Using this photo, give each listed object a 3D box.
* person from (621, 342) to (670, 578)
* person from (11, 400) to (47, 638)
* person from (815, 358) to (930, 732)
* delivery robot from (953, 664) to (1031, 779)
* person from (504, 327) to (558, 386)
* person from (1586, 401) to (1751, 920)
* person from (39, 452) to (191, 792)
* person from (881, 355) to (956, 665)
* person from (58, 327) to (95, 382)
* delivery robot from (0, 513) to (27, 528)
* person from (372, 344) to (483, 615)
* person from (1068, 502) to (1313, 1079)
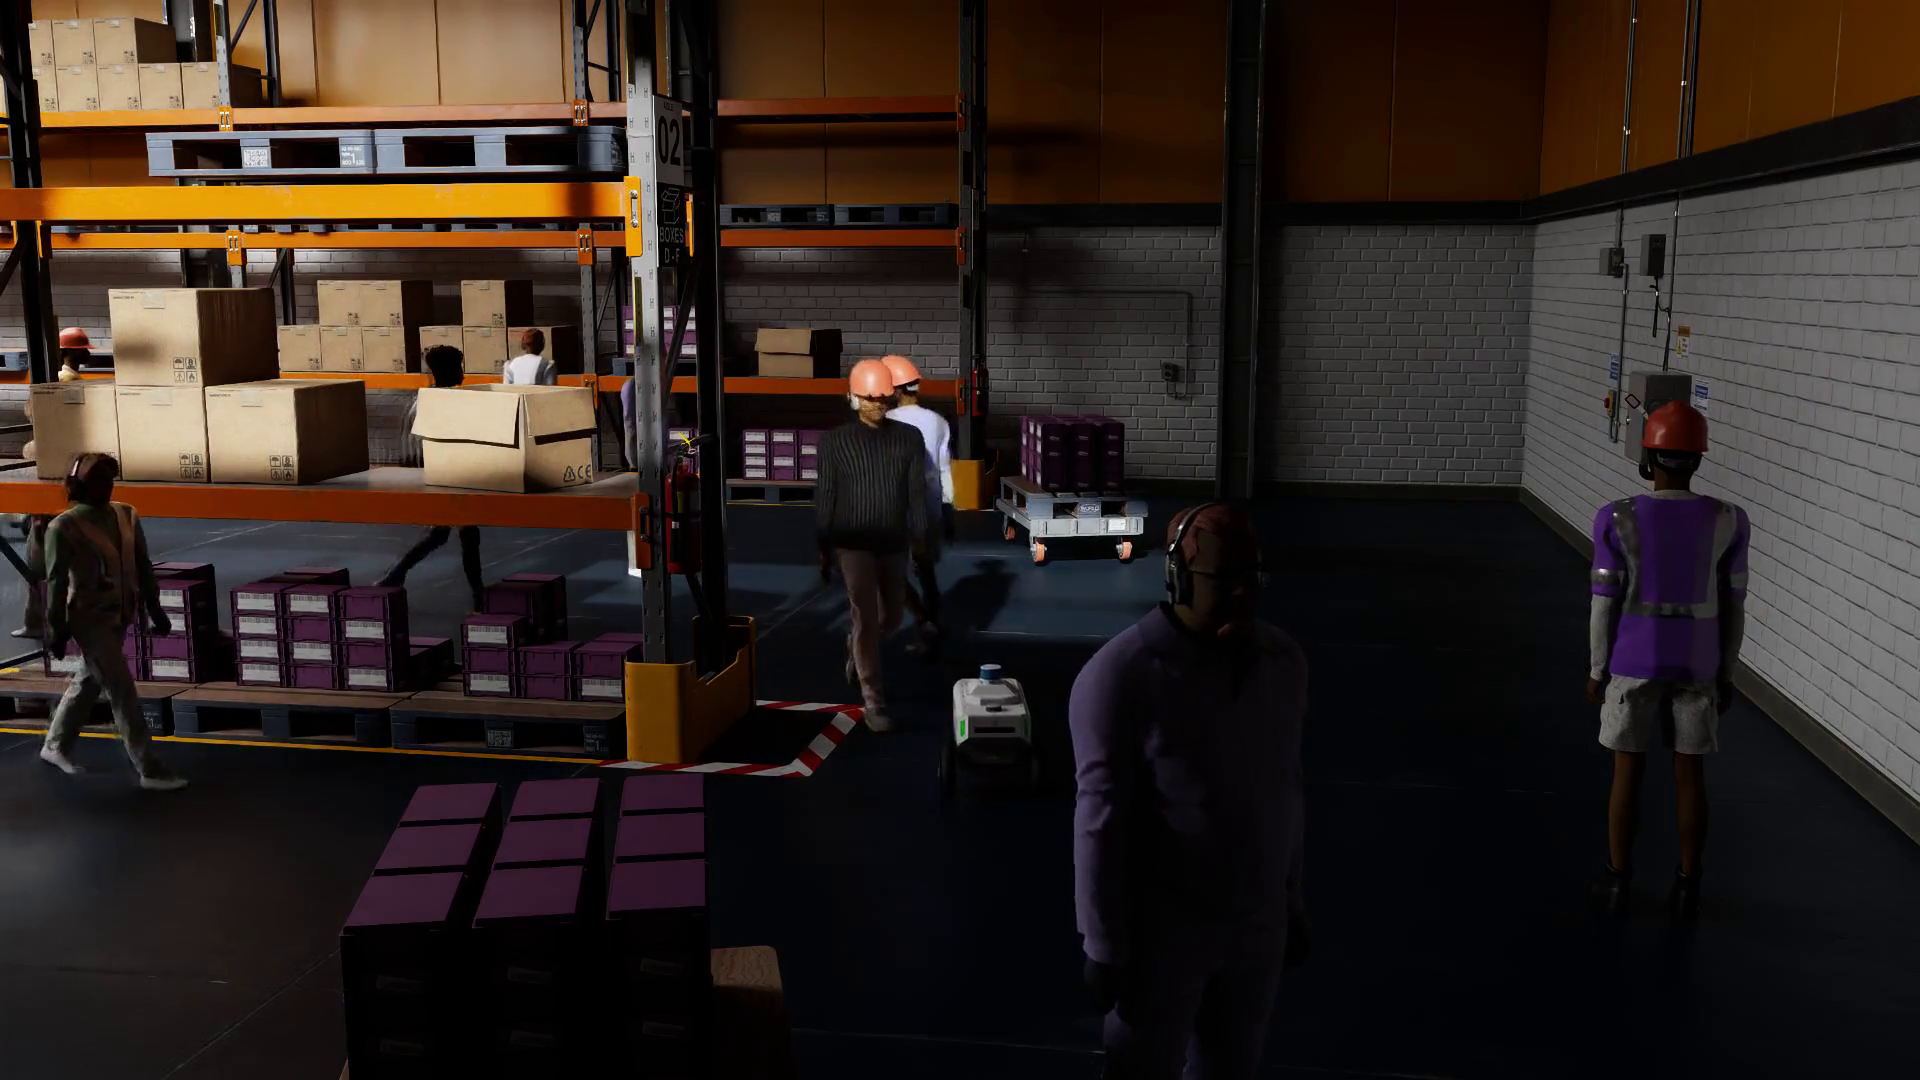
[{"bbox_3d":[-2.446,-0.663,13.157,0.386,1.922,0.594,2,9,14],"label":"person"},{"bbox_3d":[-5.845,-0.137,10.887,0.820,1.607,0.530,2,9,12],"label":"person"},{"bbox_3d":[-0.491,-0.007,8.957,0.610,1.964,0.823,-4,10,-21],"label":"person"},{"bbox_3d":[0.145,0.830,7.842,0.477,0.478,0.707,0,9,-2],"label":"delivery robot"},{"bbox_3d":[-4.260,-1.188,16.610,0.601,1.866,0.426,2,9,15],"label":"person"},{"bbox_3d":[2.609,0.453,6.191,0.545,1.939,0.354,2,9,11],"label":"person"},{"bbox_3d":[-4.046,0.372,7.787,0.898,1.592,0.507,2,9,11],"label":"person"},{"bbox_3d":[-0.255,-0.157,10.048,0.593,1.919,0.631,-7,11,-35],"label":"person"},{"bbox_3d":[-7.564,-0.849,14.270,0.372,1.939,0.544,-5,10,-29],"label":"person"},{"bbox_3d":[-8.500,-0.314,14.937,0.707,0.478,0.477,-3,10,-16],"label":"delivery robot"},{"bbox_3d":[-3.658,-0.408,11.609,0.970,1.927,0.599,-1,9,-5],"label":"person"},{"bbox_3d":[0.557,0.858,3.774,0.646,1.907,0.401,-5,11,-30],"label":"person"}]
